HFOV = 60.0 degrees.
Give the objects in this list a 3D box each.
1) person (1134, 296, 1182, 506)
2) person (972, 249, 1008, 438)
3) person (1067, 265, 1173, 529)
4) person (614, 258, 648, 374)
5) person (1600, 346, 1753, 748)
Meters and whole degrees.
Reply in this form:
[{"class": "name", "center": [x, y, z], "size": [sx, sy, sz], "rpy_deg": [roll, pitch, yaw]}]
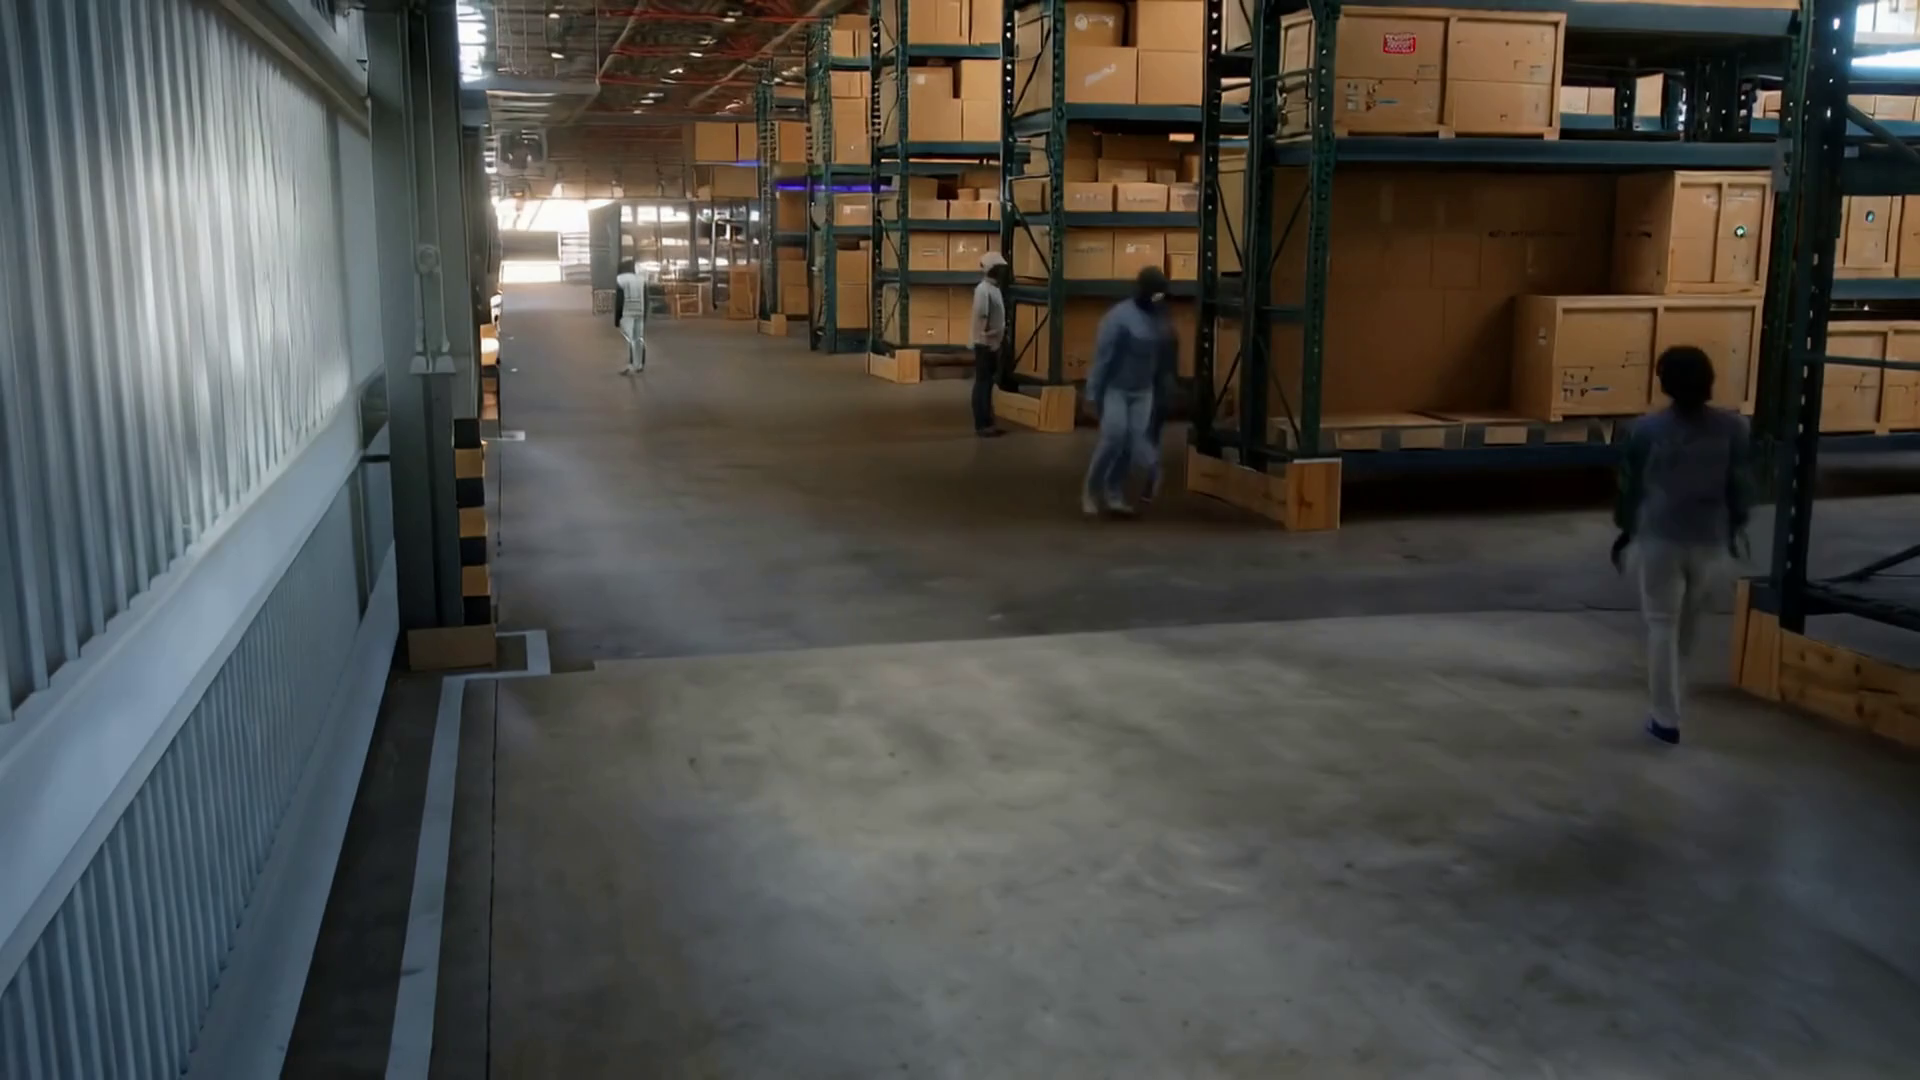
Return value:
[{"class": "person", "center": [1.502, -1.093, 12.864], "size": [0.493, 1.721, 0.481], "rpy_deg": [-4, 11, -22]}, {"class": "person", "center": [0.321, -2.095, 17.740], "size": [0.387, 1.996, 0.611], "rpy_deg": [3, 10, 14]}, {"class": "person", "center": [1.185, -1.037, 12.028], "size": [0.656, 1.893, 0.653], "rpy_deg": [-9, 13, -41]}, {"class": "person", "center": [-5.236, -3.541, 26.388], "size": [0.430, 1.836, 0.624], "rpy_deg": [9, 13, 41]}, {"class": "person", "center": [2.917, 0.012, 6.849], "size": [0.554, 1.613, 0.616], "rpy_deg": [0, 10, 3]}]
